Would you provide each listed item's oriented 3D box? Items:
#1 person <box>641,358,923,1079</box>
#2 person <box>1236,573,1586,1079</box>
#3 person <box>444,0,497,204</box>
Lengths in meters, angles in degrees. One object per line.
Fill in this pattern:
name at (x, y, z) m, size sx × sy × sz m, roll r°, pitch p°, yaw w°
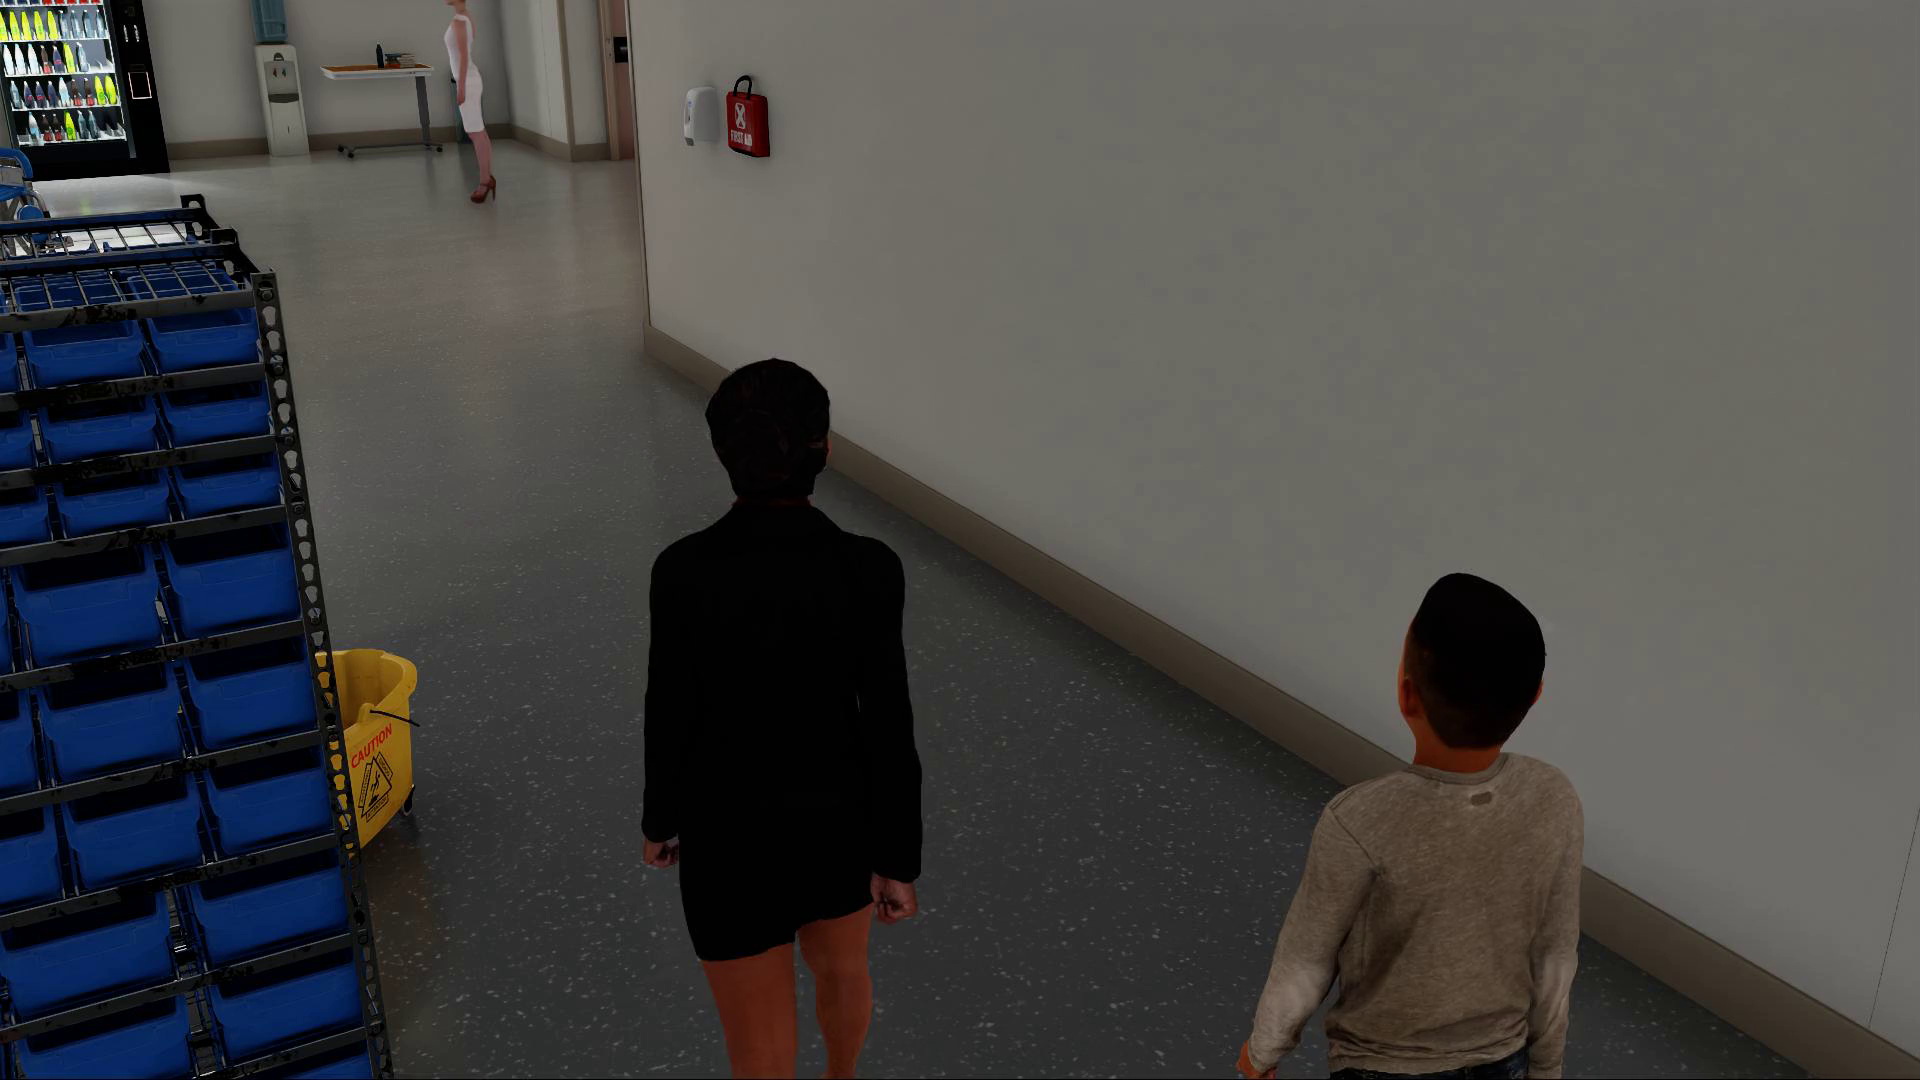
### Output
person at (-0.264, 0.550, 2.592) m, size 0.860 × 1.617 × 0.794 m, roll -5°, pitch 21°, yaw -13°
person at (0.654, 0.779, 2.230) m, size 0.771 × 1.446 × 0.698 m, roll -7°, pitch 22°, yaw -18°
person at (-3.945, -3.630, 13.381) m, size 0.617 × 1.793 × 0.644 m, roll -3°, pitch 21°, yaw -8°
